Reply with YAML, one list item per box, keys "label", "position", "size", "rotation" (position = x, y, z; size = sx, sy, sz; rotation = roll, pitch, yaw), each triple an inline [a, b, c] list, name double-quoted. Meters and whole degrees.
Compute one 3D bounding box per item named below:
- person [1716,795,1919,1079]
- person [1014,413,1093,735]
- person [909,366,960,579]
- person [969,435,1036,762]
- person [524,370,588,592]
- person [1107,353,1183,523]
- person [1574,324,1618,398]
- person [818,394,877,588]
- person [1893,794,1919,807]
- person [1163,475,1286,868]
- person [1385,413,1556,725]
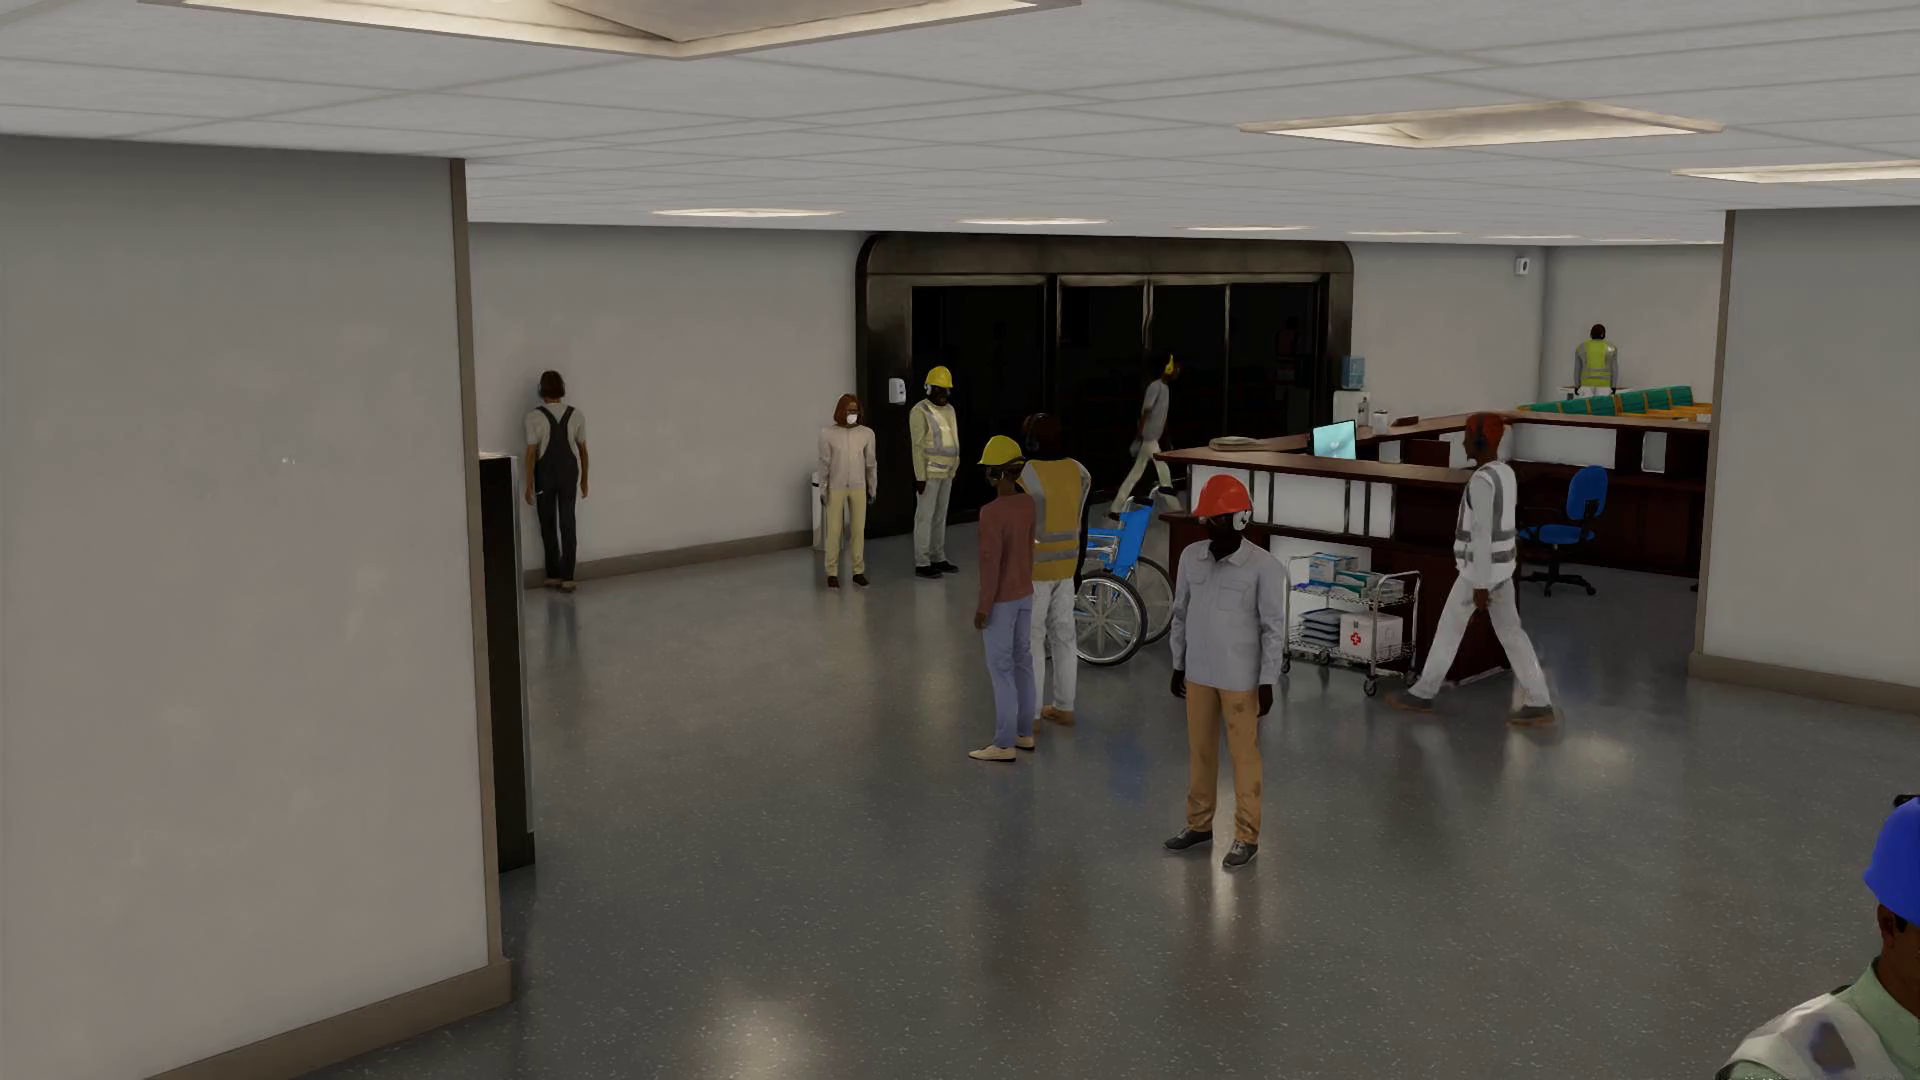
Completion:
- label: "person"
  position: [1.358, 1.295, 2.459]
  size: [0.608, 1.943, 0.402]
  rotation: [-4, 10, -23]
- label: "person"
  position: [0.461, 0.192, 9.549]
  size: [0.636, 1.841, 0.429]
  rotation: [-8, 12, -39]
- label: "person"
  position: [-0.201, -0.592, 14.389]
  size: [0.404, 1.828, 0.591]
  rotation: [5, 11, 30]
- label: "person"
  position: [0.228, 0.316, 9.015]
  size: [0.314, 1.767, 0.534]
  rotation: [5, 11, 29]
- label: "person"
  position: [-3.330, -0.484, 13.711]
  size: [0.554, 1.833, 0.515]
  rotation: [-6, 11, -31]
- label: "person"
  position: [2.019, -1.031, 17.230]
  size: [1.044, 1.787, 0.517]
  rotation: [2, 9, 11]
- label: "person"
  position: [9.513, -2.308, 24.894]
  size: [0.621, 1.837, 0.429]
  rotation: [4, 10, 25]
- label: "person"
  position: [-0.937, -0.409, 13.899]
  size: [0.505, 1.627, 0.286]
  rotation: [-3, 10, -19]
- label: "person"
  position: [5.083, 0.417, 7.978]
  size: [0.858, 1.910, 0.549]
  rotation: [3, 10, 20]
- label: "person"
  position: [1.168, 0.576, 7.450]
  size: [0.572, 1.750, 0.330]
  rotation: [9, 13, 43]
- label: "person"
  position: [3.060, 0.169, 9.728]
  size: [1.007, 1.833, 0.593]
  rotation: [7, 12, 36]
